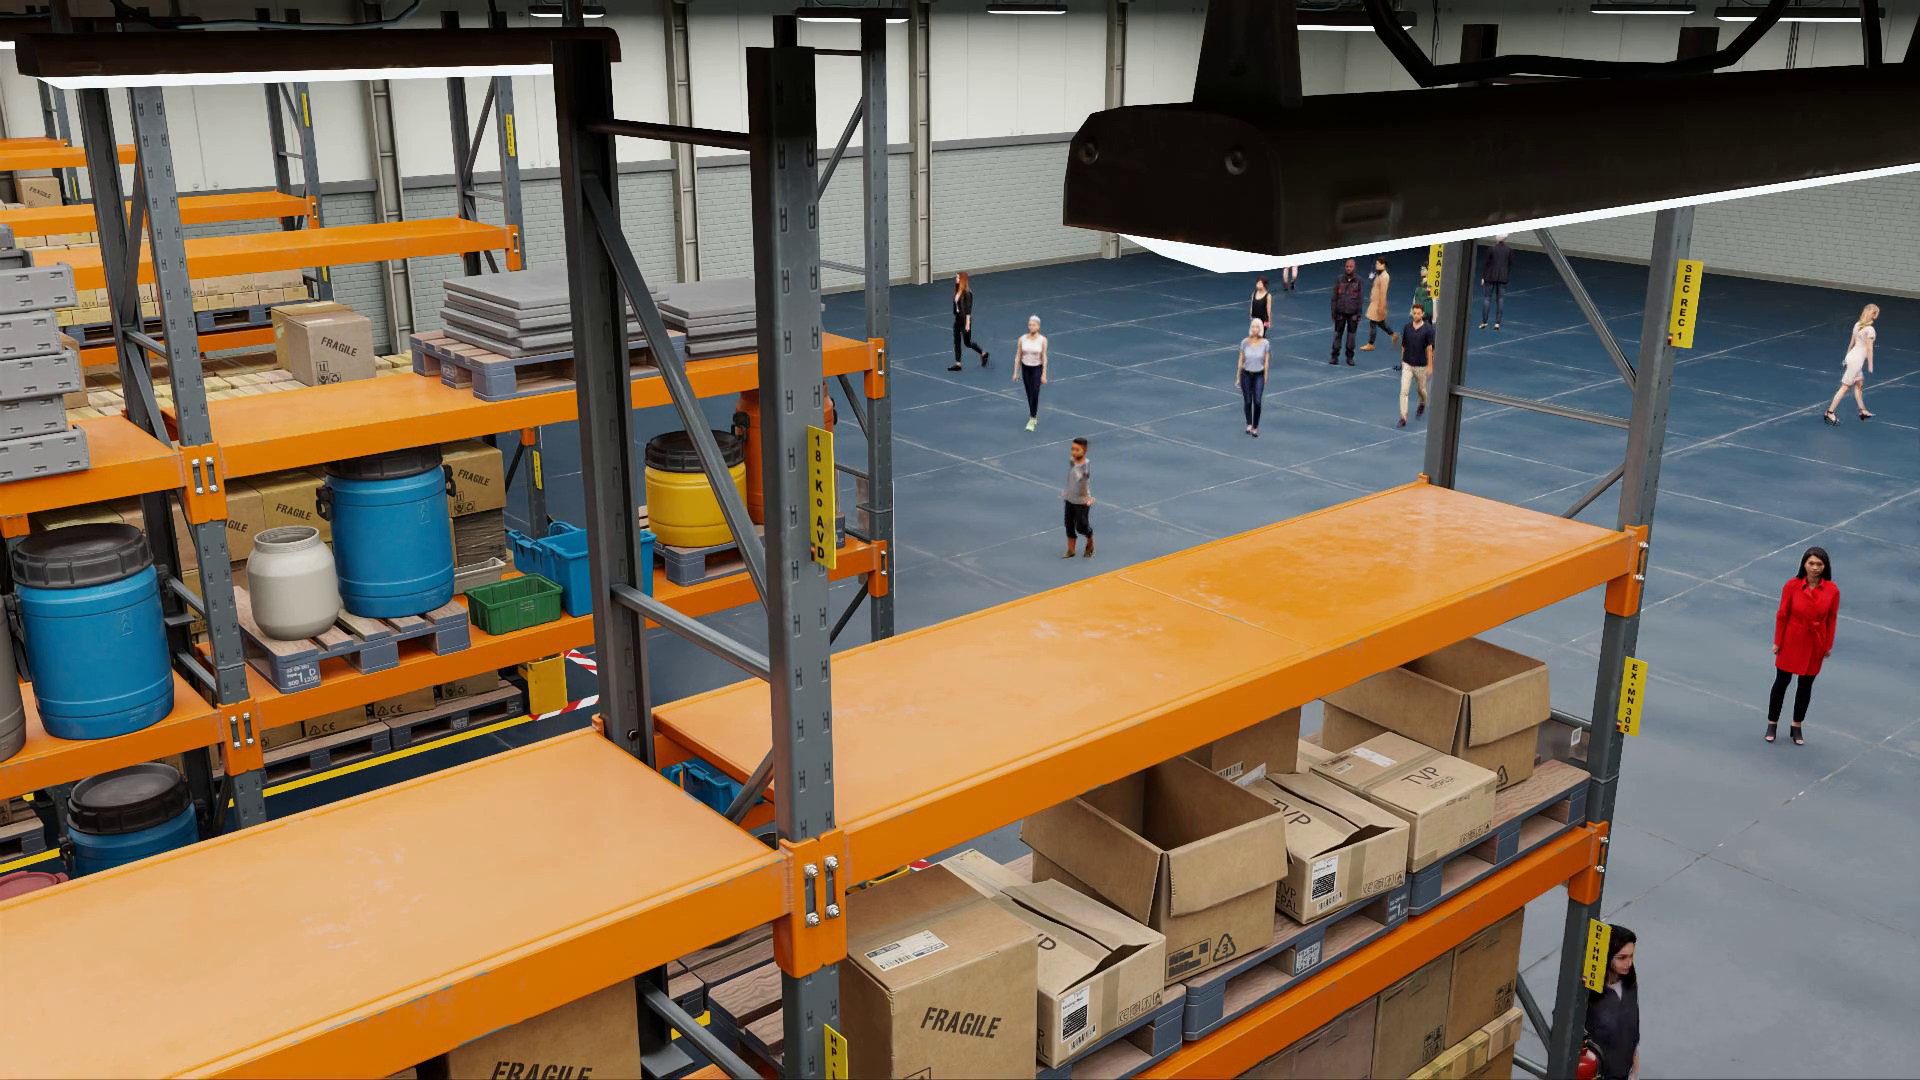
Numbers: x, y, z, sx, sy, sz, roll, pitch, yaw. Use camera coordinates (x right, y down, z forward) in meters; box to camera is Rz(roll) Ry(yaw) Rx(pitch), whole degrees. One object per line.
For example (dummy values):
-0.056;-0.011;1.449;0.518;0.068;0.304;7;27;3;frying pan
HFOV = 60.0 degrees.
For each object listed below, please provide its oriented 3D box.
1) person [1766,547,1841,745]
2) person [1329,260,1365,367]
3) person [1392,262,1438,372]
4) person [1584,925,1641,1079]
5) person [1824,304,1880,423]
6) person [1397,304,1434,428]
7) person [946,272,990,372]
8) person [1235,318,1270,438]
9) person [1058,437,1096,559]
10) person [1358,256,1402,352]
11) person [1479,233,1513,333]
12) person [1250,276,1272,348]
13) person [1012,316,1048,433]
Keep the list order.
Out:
7.142;0.895;14.105;0.734;1.748;0.770;6;19;17;person
6.744;-3.984;28.962;0.797;1.823;0.812;5;19;14;person
7.966;-3.759;28.221;1.325;1.856;1.081;-4;18;-11;person
3.195;2.722;8.523;1.102;1.730;0.823;-9;20;-26;person
13.256;-2.612;24.800;1.049;1.792;0.968;1;18;2;person
6.800;-2.605;24.751;0.948;1.810;1.279;10;20;27;person
0.142;-3.713;28.341;1.054;1.693;0.758;-9;20;-25;person
4.266;-2.385;24.248;0.827;1.702;0.931;6;19;17;person
1.368;-0.526;18.946;0.673;1.450;0.598;-17;24;-41;person
7.628;-4.258;29.988;1.074;1.710;1.013;1;18;3;person
9.329;-4.555;29.063;0.824;1.779;0.783;3;18;9;person
5.258;-3.815;28.908;0.589;1.537;0.902;17;24;41;person
1.073;-2.459;24.540;0.928;1.663;1.133;7;19;19;person
